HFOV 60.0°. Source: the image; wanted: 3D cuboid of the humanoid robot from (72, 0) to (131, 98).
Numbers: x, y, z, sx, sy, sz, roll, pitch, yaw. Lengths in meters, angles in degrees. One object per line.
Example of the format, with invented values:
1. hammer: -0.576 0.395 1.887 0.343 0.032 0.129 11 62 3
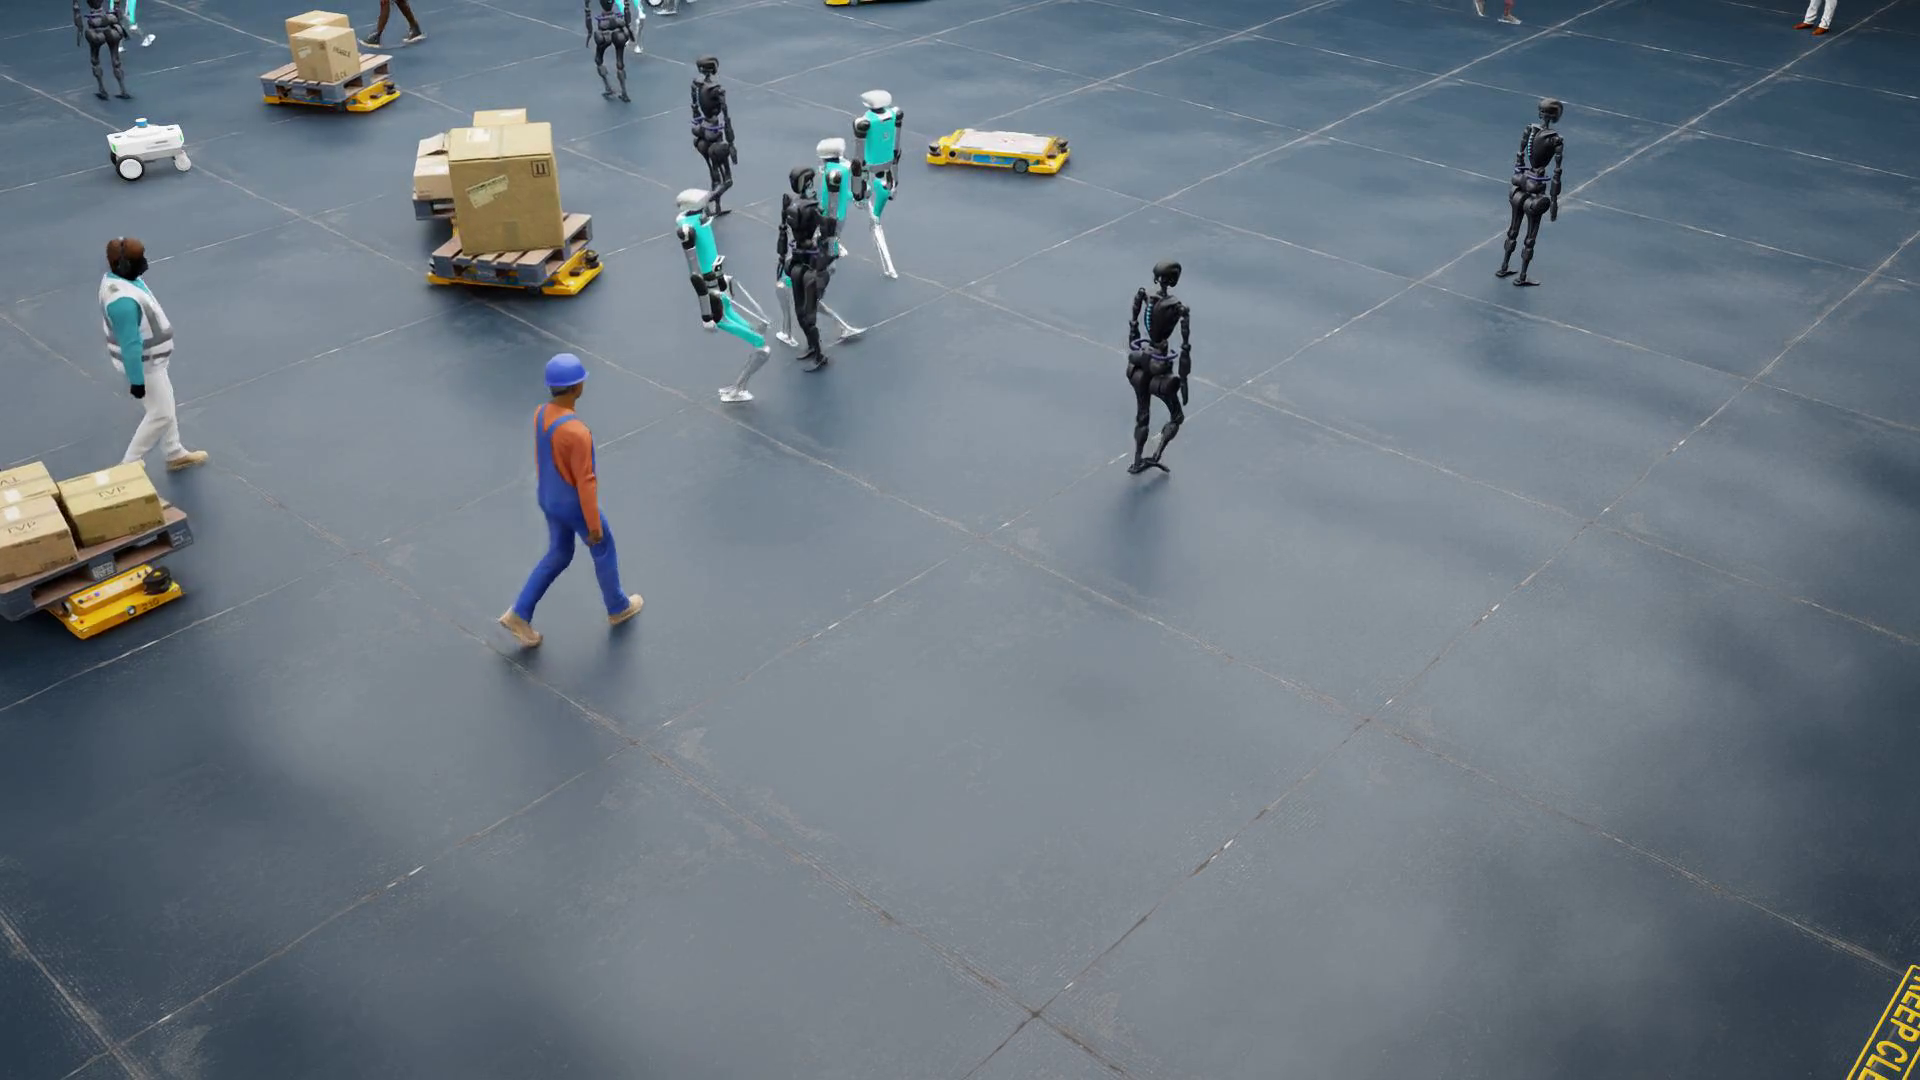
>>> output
1. humanoid robot: -10.101 -6.022 19.521 0.482 1.639 0.608 22 38 31

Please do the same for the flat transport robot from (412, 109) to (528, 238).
1. flat transport robot: -4.715 -3.303 16.472 0.659 0.231 1.431 -6 32 -10

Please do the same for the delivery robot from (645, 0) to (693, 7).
1. delivery robot: -4.175 -7.908 23.611 0.792 0.589 0.499 -11 33 -17

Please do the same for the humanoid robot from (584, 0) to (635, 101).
1. humanoid robot: -4.104 -5.987 19.462 0.589 1.639 0.455 -18 36 -27

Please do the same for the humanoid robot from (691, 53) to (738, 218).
1. humanoid robot: -2.441 -3.885 16.081 0.503 1.650 0.607 -26 40 -35

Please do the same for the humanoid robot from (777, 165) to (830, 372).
1. humanoid robot: -1.245 -2.208 13.375 0.588 1.654 0.353 26 40 35

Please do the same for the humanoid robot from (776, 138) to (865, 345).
1. humanoid robot: -1.290 -2.406 13.678 0.918 1.785 0.548 -1 32 -1

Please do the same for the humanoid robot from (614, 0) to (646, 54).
1. humanoid robot: -4.217 -6.944 20.952 0.546 1.725 1.036 -11 33 -17

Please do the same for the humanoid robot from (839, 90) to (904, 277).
1. humanoid robot: -0.943 -3.260 15.090 0.538 1.780 1.056 -27 41 -36

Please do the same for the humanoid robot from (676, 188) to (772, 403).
1. humanoid robot: -1.705 -1.814 12.615 0.769 1.714 0.534 3 32 5

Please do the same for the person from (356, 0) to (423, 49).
1. person: -7.485 -7.318 21.388 0.997 1.894 0.673 -26 40 -35

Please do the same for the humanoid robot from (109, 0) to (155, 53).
1. humanoid robot: -10.605 -6.956 20.982 0.542 1.727 1.060 -6 32 -9

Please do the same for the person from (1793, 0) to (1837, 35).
1. person: 11.500 -7.627 21.956 0.366 1.834 0.502 -12 34 -19

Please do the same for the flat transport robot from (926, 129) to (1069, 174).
1. flat transport robot: 0.409 -4.183 17.890 1.431 0.231 0.659 8 33 12

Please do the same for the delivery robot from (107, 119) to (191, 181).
1. delivery robot: -8.586 -4.138 17.544 0.774 0.592 0.499 -17 36 -25

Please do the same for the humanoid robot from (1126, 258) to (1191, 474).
1. humanoid robot: 1.384 -1.230 11.805 0.346 1.648 0.585 -26 40 -35

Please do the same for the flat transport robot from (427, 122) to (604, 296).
1. flat transport robot: -4.045 -2.495 15.172 1.431 0.231 0.659 7 32 11

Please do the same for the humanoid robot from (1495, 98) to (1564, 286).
1. humanoid robot: 5.106 -3.118 14.828 0.315 1.655 0.599 -11 34 -18

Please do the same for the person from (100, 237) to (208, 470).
1. person: -5.824 -1.237 11.702 0.616 1.818 0.663 -16 35 -23

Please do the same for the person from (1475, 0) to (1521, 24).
1. person: 7.419 -7.908 22.441 0.572 1.788 0.563 -28 41 -37

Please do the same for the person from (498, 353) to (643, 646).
1. person: -2.392 -0.207 9.979 0.575 1.869 0.849 26 40 35

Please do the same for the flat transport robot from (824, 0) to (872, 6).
1. flat transport robot: -1.272 -7.872 23.830 1.431 0.231 0.659 -8 33 -12

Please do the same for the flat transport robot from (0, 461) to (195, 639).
1. flat transport robot: -5.774 0.185 10.856 1.431 0.231 0.659 24 39 33

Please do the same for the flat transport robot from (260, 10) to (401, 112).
1. flat transport robot: -7.442 -5.295 19.681 1.431 0.231 0.659 9 33 14

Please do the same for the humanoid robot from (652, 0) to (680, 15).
1. humanoid robot: -3.977 -8.030 22.727 0.642 1.841 0.533 10 33 16
